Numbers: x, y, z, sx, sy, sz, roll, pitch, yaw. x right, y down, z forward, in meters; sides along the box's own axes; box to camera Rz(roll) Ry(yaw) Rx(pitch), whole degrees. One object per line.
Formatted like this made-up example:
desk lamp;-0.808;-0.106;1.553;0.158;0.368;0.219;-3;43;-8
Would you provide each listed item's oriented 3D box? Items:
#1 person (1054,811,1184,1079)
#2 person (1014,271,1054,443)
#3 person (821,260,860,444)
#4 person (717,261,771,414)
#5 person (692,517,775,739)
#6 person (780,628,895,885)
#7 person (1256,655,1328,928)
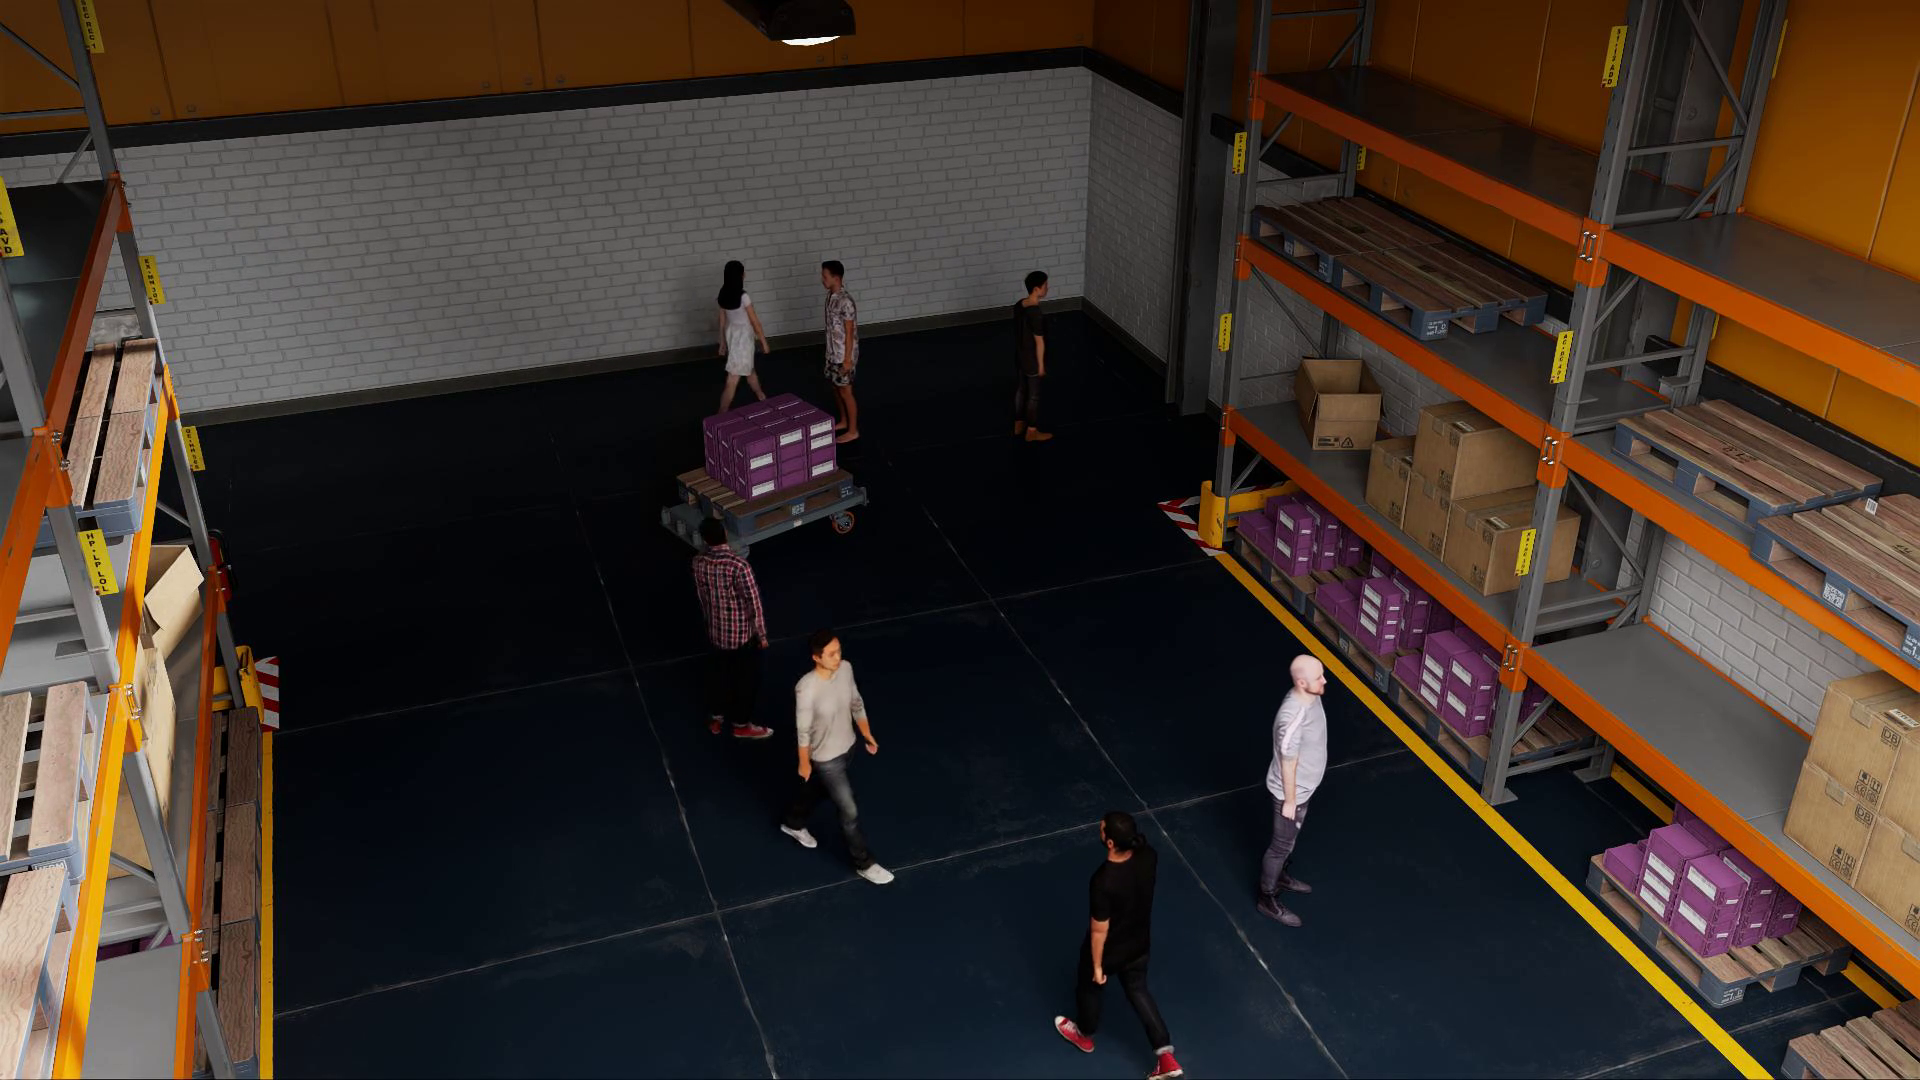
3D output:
person;0.910;2.193;8.919;0.878;1.736;1.172;-21;35;-34
person;0.690;-1.805;16.273;0.693;1.712;0.505;-13;31;-23
person;-1.146;-1.865;16.282;0.756;1.809;0.543;-13;31;-23
person;-2.212;-1.814;16.289;1.218;1.712;1.108;21;35;33
person;-1.588;0.637;11.761;0.873;1.746;0.752;-22;36;-35
person;-0.891;1.300;10.512;1.225;1.777;1.118;16;32;27
person;2.028;1.479;10.128;0.809;1.832;0.742;12;31;20
